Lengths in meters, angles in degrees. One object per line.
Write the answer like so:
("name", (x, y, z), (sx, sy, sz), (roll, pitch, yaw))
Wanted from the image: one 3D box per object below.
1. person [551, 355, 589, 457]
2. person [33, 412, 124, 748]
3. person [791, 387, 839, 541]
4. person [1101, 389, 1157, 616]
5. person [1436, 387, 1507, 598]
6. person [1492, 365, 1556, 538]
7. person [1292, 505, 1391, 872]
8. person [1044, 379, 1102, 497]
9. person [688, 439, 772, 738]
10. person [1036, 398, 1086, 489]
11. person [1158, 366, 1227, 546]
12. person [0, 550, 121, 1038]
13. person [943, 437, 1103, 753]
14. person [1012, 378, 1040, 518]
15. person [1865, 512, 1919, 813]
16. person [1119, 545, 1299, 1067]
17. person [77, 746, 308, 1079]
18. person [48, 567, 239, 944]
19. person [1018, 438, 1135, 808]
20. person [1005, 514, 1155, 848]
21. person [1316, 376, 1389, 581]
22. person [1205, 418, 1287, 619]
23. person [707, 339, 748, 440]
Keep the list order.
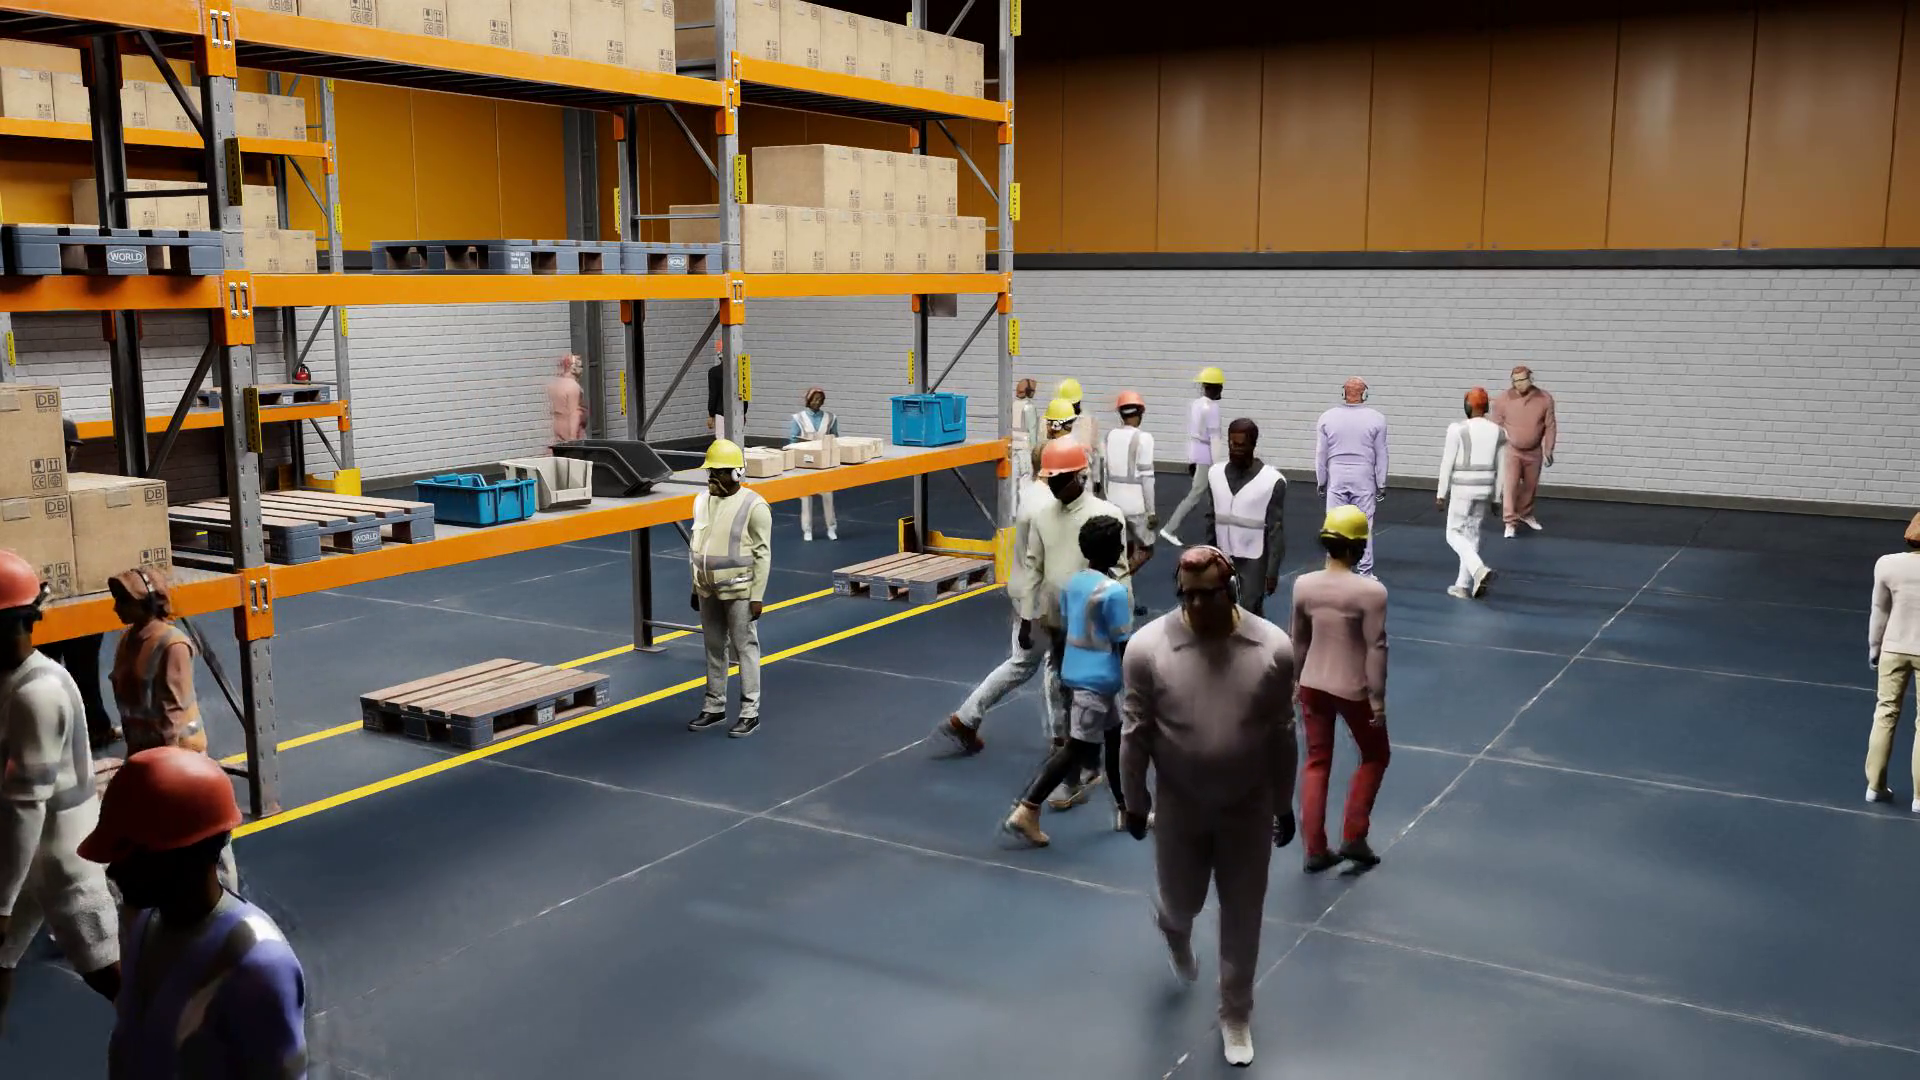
("person", (-4.559, -1.283, 19.988), (0.951, 1.867, 0.647), (-7, 12, -38))
("person", (-5.373, 0.224, 10.020), (0.679, 2.000, 0.537), (4, 10, 22))
("person", (-1.536, -0.803, 17.707), (0.523, 1.638, 0.352), (-3, 9, -15))
("person", (1.355, -0.281, 13.610), (0.535, 1.901, 0.558), (-7, 11, -37))
("person", (4.464, -0.381, 14.355), (0.635, 1.863, 0.676), (-2, 9, -14))
("person", (6.104, -0.983, 18.122), (0.659, 1.873, 0.813), (1, 9, 6))
("person", (1.829, 0.703, 7.909), (0.498, 1.747, 0.559), (-9, 13, -44))
("person", (1.077, -0.604, 15.748), (0.644, 1.871, 0.921), (-4, 10, -25))
("person", (-1.440, 0.293, 10.238), (0.588, 1.833, 0.404), (5, 11, 31))
("person", (0.808, -0.241, 13.569), (0.404, 1.833, 0.589), (3, 10, 19))
("person", (2.527, -0.866, 17.311), (0.971, 1.889, 0.595), (-1, 9, -9))
("person", (-2.953, 1.019, 5.230), (1.044, 1.989, 0.631), (-8, 12, -40))
("person", (0.365, 0.339, 9.743), (0.881, 1.909, 0.639), (1, 9, 4))
("person", (0.745, -1.045, 19.198), (0.312, 1.638, 0.516), (-4, 10, -26))
("person", (5.070, 0.626, 8.806), (0.270, 1.627, 0.503), (-8, 12, -40))
("person", (0.913, 0.922, 6.168), (0.653, 1.880, 0.671), (0, 9, 1))
("person", (-1.531, 1.330, 3.576), (0.546, 1.903, 0.927), (8, 12, 43))
("person", (-3.445, 0.922, 7.014), (0.527, 1.598, 0.826), (6, 11, 32))
("person", (0.543, 0.440, 8.920), (0.637, 1.959, 0.829), (8, 12, 42))
("person", (0.614, 0.694, 8.278), (0.868, 1.659, 0.530), (-3, 9, -16))
("person", (3.591, -0.541, 15.224), (0.652, 1.904, 0.405), (4, 10, 23))
("person", (1.878, 0.136, 10.998), (0.611, 1.901, 0.420), (7, 12, 38))
("person", (-3.083, -1.680, 22.048), (0.613, 1.994, 0.382), (-8, 12, -41))
